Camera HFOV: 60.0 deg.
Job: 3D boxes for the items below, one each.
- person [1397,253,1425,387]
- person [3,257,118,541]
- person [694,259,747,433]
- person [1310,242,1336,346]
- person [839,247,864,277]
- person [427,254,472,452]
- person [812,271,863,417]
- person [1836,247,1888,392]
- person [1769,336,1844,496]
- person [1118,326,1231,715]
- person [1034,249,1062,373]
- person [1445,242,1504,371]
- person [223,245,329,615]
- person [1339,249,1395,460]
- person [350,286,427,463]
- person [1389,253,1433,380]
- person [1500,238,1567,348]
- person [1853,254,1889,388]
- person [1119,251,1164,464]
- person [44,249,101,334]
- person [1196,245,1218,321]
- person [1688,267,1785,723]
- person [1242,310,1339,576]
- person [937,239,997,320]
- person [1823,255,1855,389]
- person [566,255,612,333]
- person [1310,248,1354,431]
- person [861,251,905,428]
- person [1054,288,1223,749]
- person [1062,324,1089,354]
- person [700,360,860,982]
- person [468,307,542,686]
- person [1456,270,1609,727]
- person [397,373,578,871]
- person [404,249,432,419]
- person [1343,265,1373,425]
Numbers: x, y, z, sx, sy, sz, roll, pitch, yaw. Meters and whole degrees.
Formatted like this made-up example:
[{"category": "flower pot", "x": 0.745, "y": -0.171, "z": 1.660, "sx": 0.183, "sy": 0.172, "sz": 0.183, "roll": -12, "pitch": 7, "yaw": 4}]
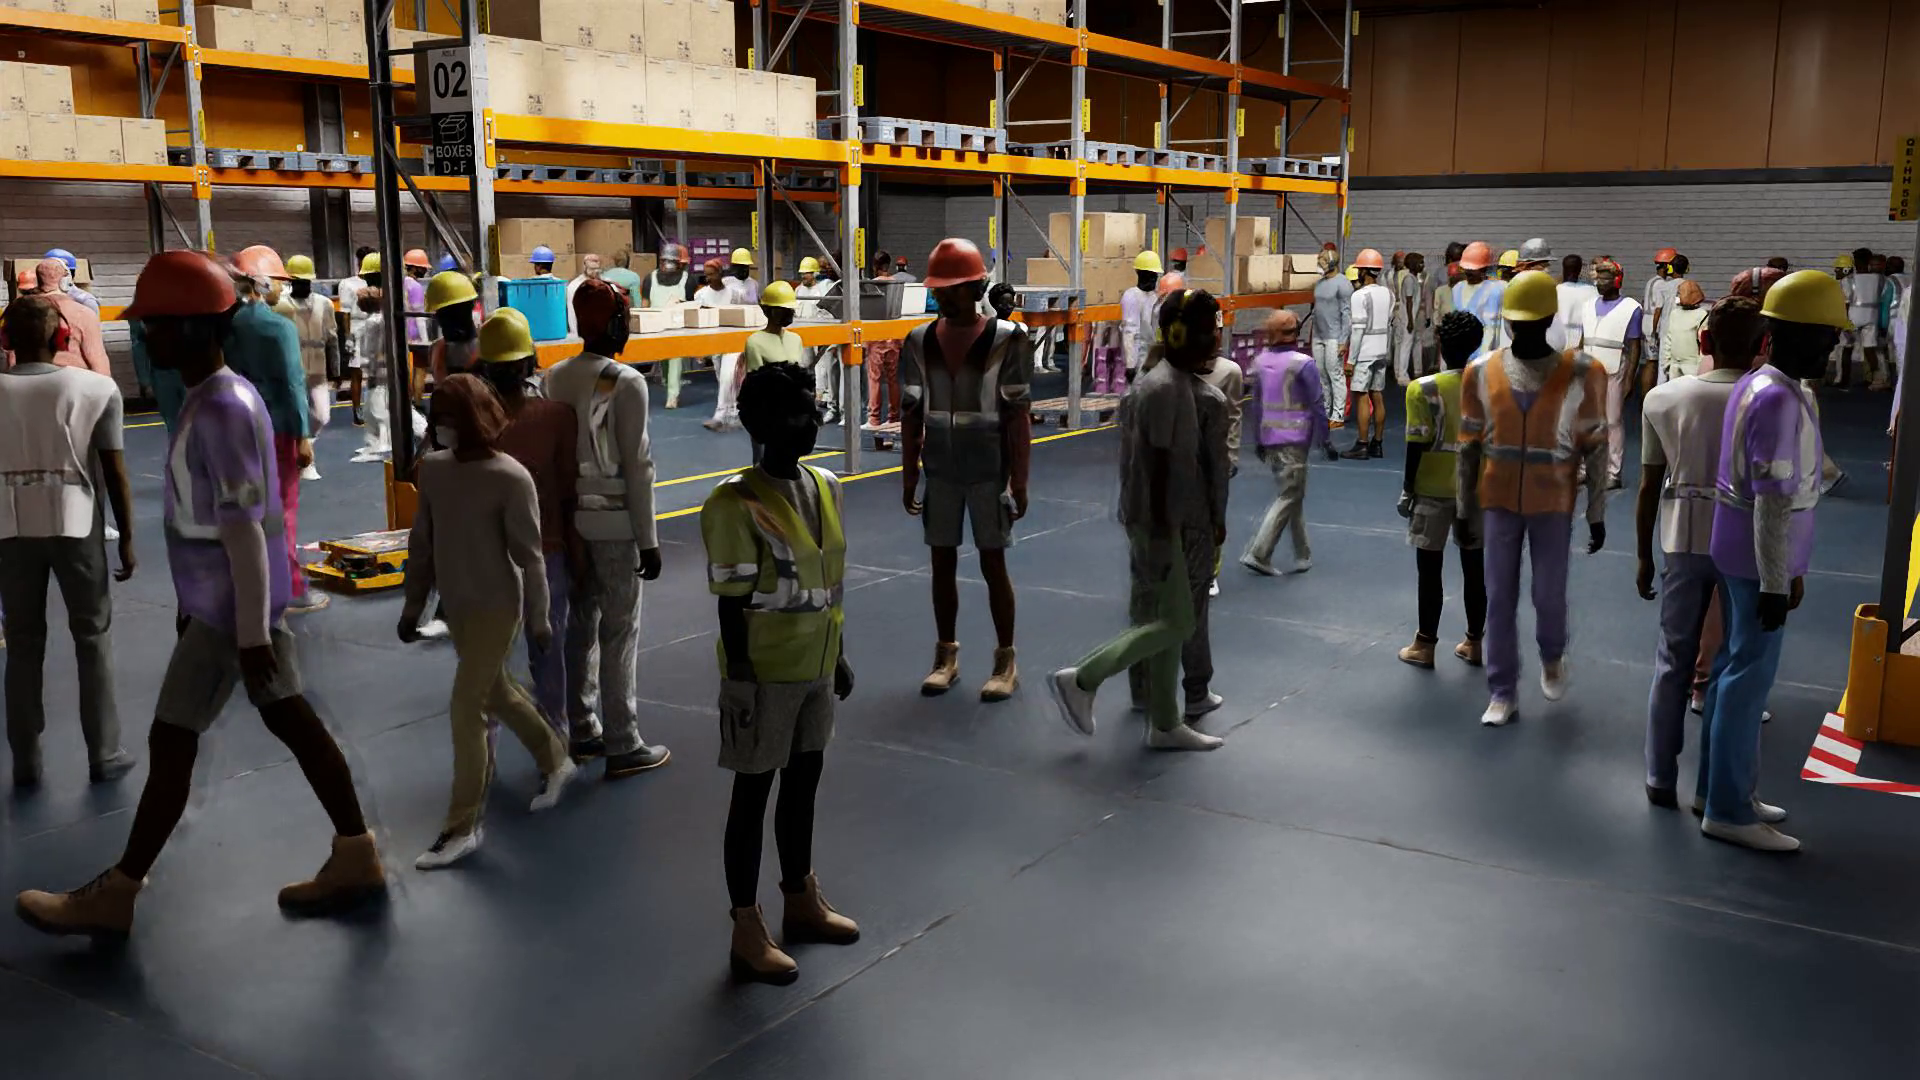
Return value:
[{"category": "person", "x": 6.251, "y": -3.050, "z": 23.075, "sx": 0.344, "sy": 1.845, "sz": 0.506, "roll": 3, "pitch": 11, "yaw": 16}, {"category": "person", "x": -5.963, "y": -0.921, "z": 11.102, "sx": 0.652, "sy": 1.906, "sz": 0.409, "roll": 0, "pitch": 10, "yaw": 2}, {"category": "person", "x": -2.509, "y": -2.066, "z": 17.697, "sx": 0.641, "sy": 1.825, "sz": 1.002, "roll": 2, "pitch": 10, "yaw": 12}, {"category": "person", "x": 6.226, "y": -4.060, "z": 28.287, "sx": 0.615, "sy": 1.985, "sz": 0.413, "roll": -4, "pitch": 11, "yaw": -20}, {"category": "person", "x": -1.842, "y": -3.712, "z": 26.540, "sx": 0.638, "sy": 1.916, "sz": 0.424, "roll": 2, "pitch": 10, "yaw": 10}, {"category": "person", "x": -4.416, "y": -1.559, "z": 14.663, "sx": 0.625, "sy": 1.903, "sz": 0.670, "roll": -6, "pitch": 12, "yaw": -31}, {"category": "person", "x": -1.415, "y": -2.241, "z": 19.055, "sx": 0.555, "sy": 1.670, "sz": 0.506, "roll": 7, "pitch": 12, "yaw": 33}, {"category": "person", "x": 11.956, "y": -2.902, "z": 22.009, "sx": 0.602, "sy": 1.936, "sz": 0.828, "roll": 2, "pitch": 10, "yaw": 10}, {"category": "person", "x": 6.558, "y": -1.125, "z": 13.092, "sx": 0.777, "sy": 1.601, "sz": 0.555, "roll": -2, "pitch": 10, "yaw": -8}, {"category": "person", "x": 0.920, "y": -0.121, "z": 7.127, "sx": 0.487, "sy": 1.744, "sz": 0.297, "roll": 4, "pitch": 11, "yaw": 23}, {"category": "person", "x": 1.344, "y": -3.480, "z": 25.364, "sx": 0.577, "sy": 1.879, "sz": 0.339, "roll": -9, "pitch": 13, "yaw": -40}, {"category": "person", "x": 4.529, "y": -1.639, "z": 14.837, "sx": 0.802, "sy": 1.991, "sz": 0.624, "roll": -6, "pitch": 12, "yaw": -28}, {"category": "person", "x": -3.769, "y": -0.590, "z": 9.032, "sx": 0.619, "sy": 1.990, "sz": 0.395, "roll": 4, "pitch": 11, "yaw": 23}, {"category": "person", "x": 3.749, "y": -1.705, "z": 15.361, "sx": 0.542, "sy": 1.939, "sz": 0.359, "roll": -9, "pitch": 13, "yaw": -40}, {"category": "person", "x": -5.217, "y": -1.497, "z": 15.085, "sx": 0.626, "sy": 1.613, "sz": 0.527, "roll": -3, "pitch": 11, "yaw": -15}, {"category": "person", "x": 6.560, "y": -3.256, "z": 24.231, "sx": 0.630, "sy": 1.839, "sz": 0.429, "roll": 5, "pitch": 11, "yaw": 26}, {"category": "person", "x": 4.856, "y": -1.530, "z": 14.109, "sx": 0.536, "sy": 2.000, "sz": 0.676, "roll": 3, "pitch": 11, "yaw": 16}, {"category": "person", "x": 12.593, "y": -2.997, "z": 22.829, "sx": 0.409, "sy": 1.830, "sz": 0.577, "roll": -5, "pitch": 11, "yaw": -24}, {"category": "person", "x": 1.647, "y": -1.628, "z": 14.975, "sx": 0.380, "sy": 1.922, "sz": 0.593, "roll": 6, "pitch": 12, "yaw": 28}, {"category": "person", "x": -7.366, "y": -1.426, "z": 13.791, "sx": 0.602, "sy": 1.948, "sz": 0.387, "roll": 4, "pitch": 11, "yaw": 23}, {"category": "person", "x": 3.690, "y": -3.512, "z": 25.375, "sx": 0.551, "sy": 1.936, "sz": 0.356, "roll": -4, "pitch": 11, "yaw": -21}, {"category": "person", "x": 3.334, "y": -0.200, "z": 7.108, "sx": 0.400, "sy": 1.910, "sz": 0.643, "roll": 3, "pitch": 11, "yaw": 18}, {"category": "person", "x": 1.962, "y": -0.576, "z": 10.033, "sx": 0.565, "sy": 1.603, "sz": 0.578, "roll": -5, "pitch": 12, "yaw": -28}, {"category": "person", "x": 0.025, "y": -1.499, "z": 13.936, "sx": 0.689, "sy": 2.000, "sz": 0.537, "roll": 10, "pitch": 14, "yaw": 44}, {"category": "person", "x": 12.032, "y": -2.969, "z": 22.686, "sx": 0.403, "sy": 1.824, "sz": 0.593, "roll": 6, "pitch": 12, "yaw": 29}, {"category": "person", "x": -4.222, "y": -2.368, "z": 19.306, "sx": 0.659, "sy": 1.840, "sz": 0.983, "roll": -6, "pitch": 12, "yaw": -29}, {"category": "person", "x": 3.940, "y": -2.130, "z": 17.731, "sx": 0.351, "sy": 1.931, "sz": 0.635, "roll": -4, "pitch": 11, "yaw": -20}, {"category": "person", "x": -0.806, "y": -2.118, "z": 17.745, "sx": 0.599, "sy": 1.909, "sz": 0.397, "roll": -9, "pitch": 14, "yaw": -41}, {"category": "person", "x": 0.721, "y": -0.055, "z": 6.505, "sx": 0.605, "sy": 1.848, "sz": 0.537, "roll": 1, "pitch": 10, "yaw": 7}, {"category": "person", "x": 2.080, "y": -4.308, "z": 29.542, "sx": 0.604, "sy": 2.034, "sz": 0.418, "roll": -4, "pitch": 11, "yaw": -22}, {"category": "person", "x": -0.488, "y": 0.350, "z": 4.636, "sx": 0.318, "sy": 1.700, "sz": 0.535, "roll": 6, "pitch": 12, "yaw": 31}, {"category": "person", "x": -1.952, "y": -0.146, "z": 7.285, "sx": 0.484, "sy": 1.737, "sz": 0.322, "roll": -7, "pitch": 13, "yaw": -36}, {"category": "person", "x": 2.375, "y": -0.165, "z": 6.923, "sx": 0.633, "sy": 1.901, "sz": 0.563, "roll": 6, "pitch": 12, "yaw": 29}, {"category": "person", "x": -1.583, "y": 0.223, "z": 5.615, "sx": 0.484, "sy": 1.594, "sz": 0.804, "roll": 7, "pitch": 12, "yaw": 34}, {"category": "person", "x": -6.154, "y": -2.323, "z": 18.844, "sx": 0.391, "sy": 1.924, "sz": 0.549, "roll": -8, "pitch": 13, "yaw": -36}, {"category": "person", "x": 4.320, "y": -2.124, "z": 18.197, "sx": 0.524, "sy": 1.759, "sz": 0.360, "roll": 10, "pitch": 14, "yaw": 43}]
